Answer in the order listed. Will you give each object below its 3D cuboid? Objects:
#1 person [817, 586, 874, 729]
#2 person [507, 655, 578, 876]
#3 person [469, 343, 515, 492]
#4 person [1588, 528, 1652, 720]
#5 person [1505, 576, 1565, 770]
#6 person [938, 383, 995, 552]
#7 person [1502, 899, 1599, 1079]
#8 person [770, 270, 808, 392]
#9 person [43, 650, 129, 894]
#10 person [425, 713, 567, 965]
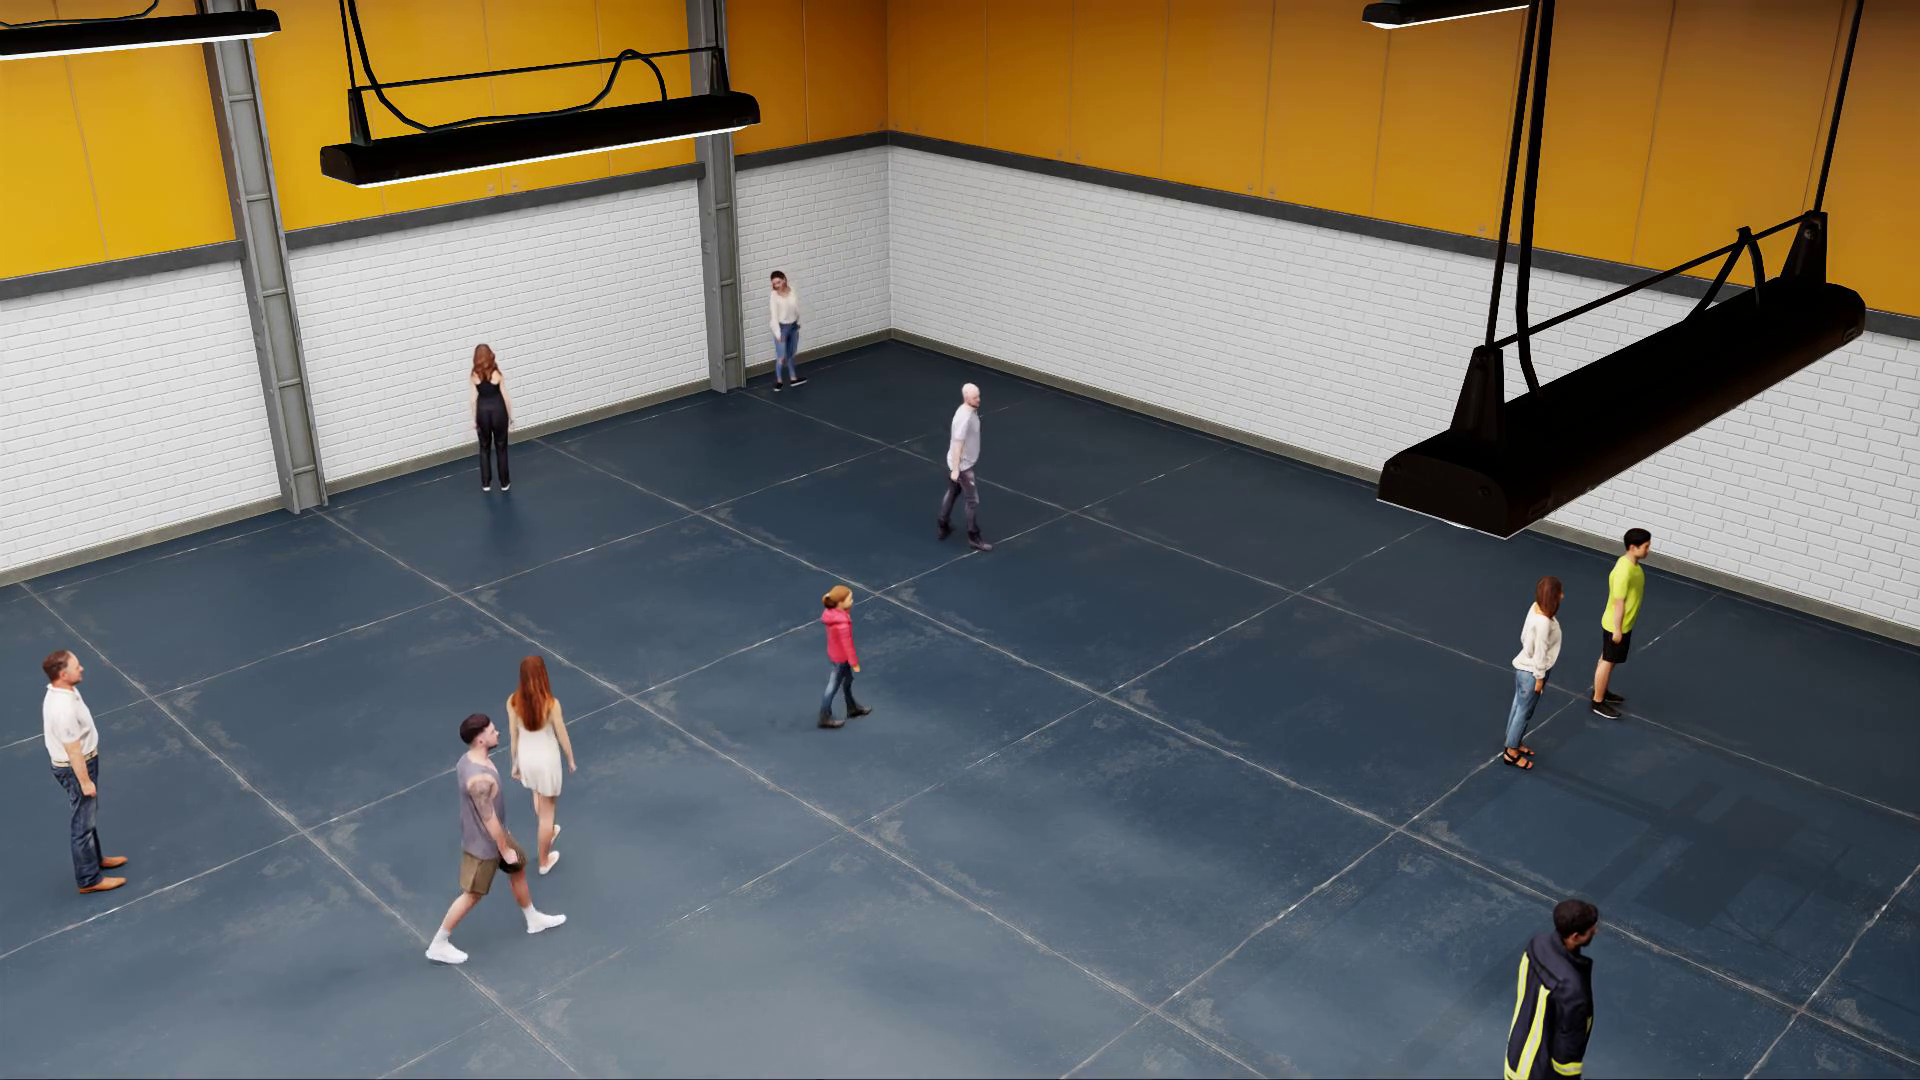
[{"bbox_3d":[-1.092,1.001,14.034,0.824,1.299,0.731,-4,24,-8],"label":"person"},{"bbox_3d":[-3.080,1.658,12.038,0.811,1.694,0.908,4,24,10],"label":"person"},{"bbox_3d":[-5.331,-1.383,18.937,0.698,1.742,0.775,-4,24,-8],"label":"person"},{"bbox_3d":[5.649,0.678,14.263,0.748,1.708,0.572,11,26,24],"label":"person"},{"bbox_3d":[4.619,1.046,13.460,0.765,1.677,0.661,5,24,12],"label":"person"},{"bbox_3d":[-0.021,-0.800,17.524,1.098,1.804,1.040,0,24,0],"label":"person"},{"bbox_3d":[3.216,2.786,9.167,0.934,1.927,0.884,-1,24,-2],"label":"person"},{"bbox_3d":[-2.313,-2.841,22.359,0.805,1.672,0.481,15,28,31],"label":"person"},{"bbox_3d":[-6.334,1.639,11.891,0.705,1.848,0.731,-10,25,-21],"label":"person"},{"bbox_3d":[-3.277,2.044,11.168,1.290,1.806,0.982,-9,25,-19],"label":"person"}]
